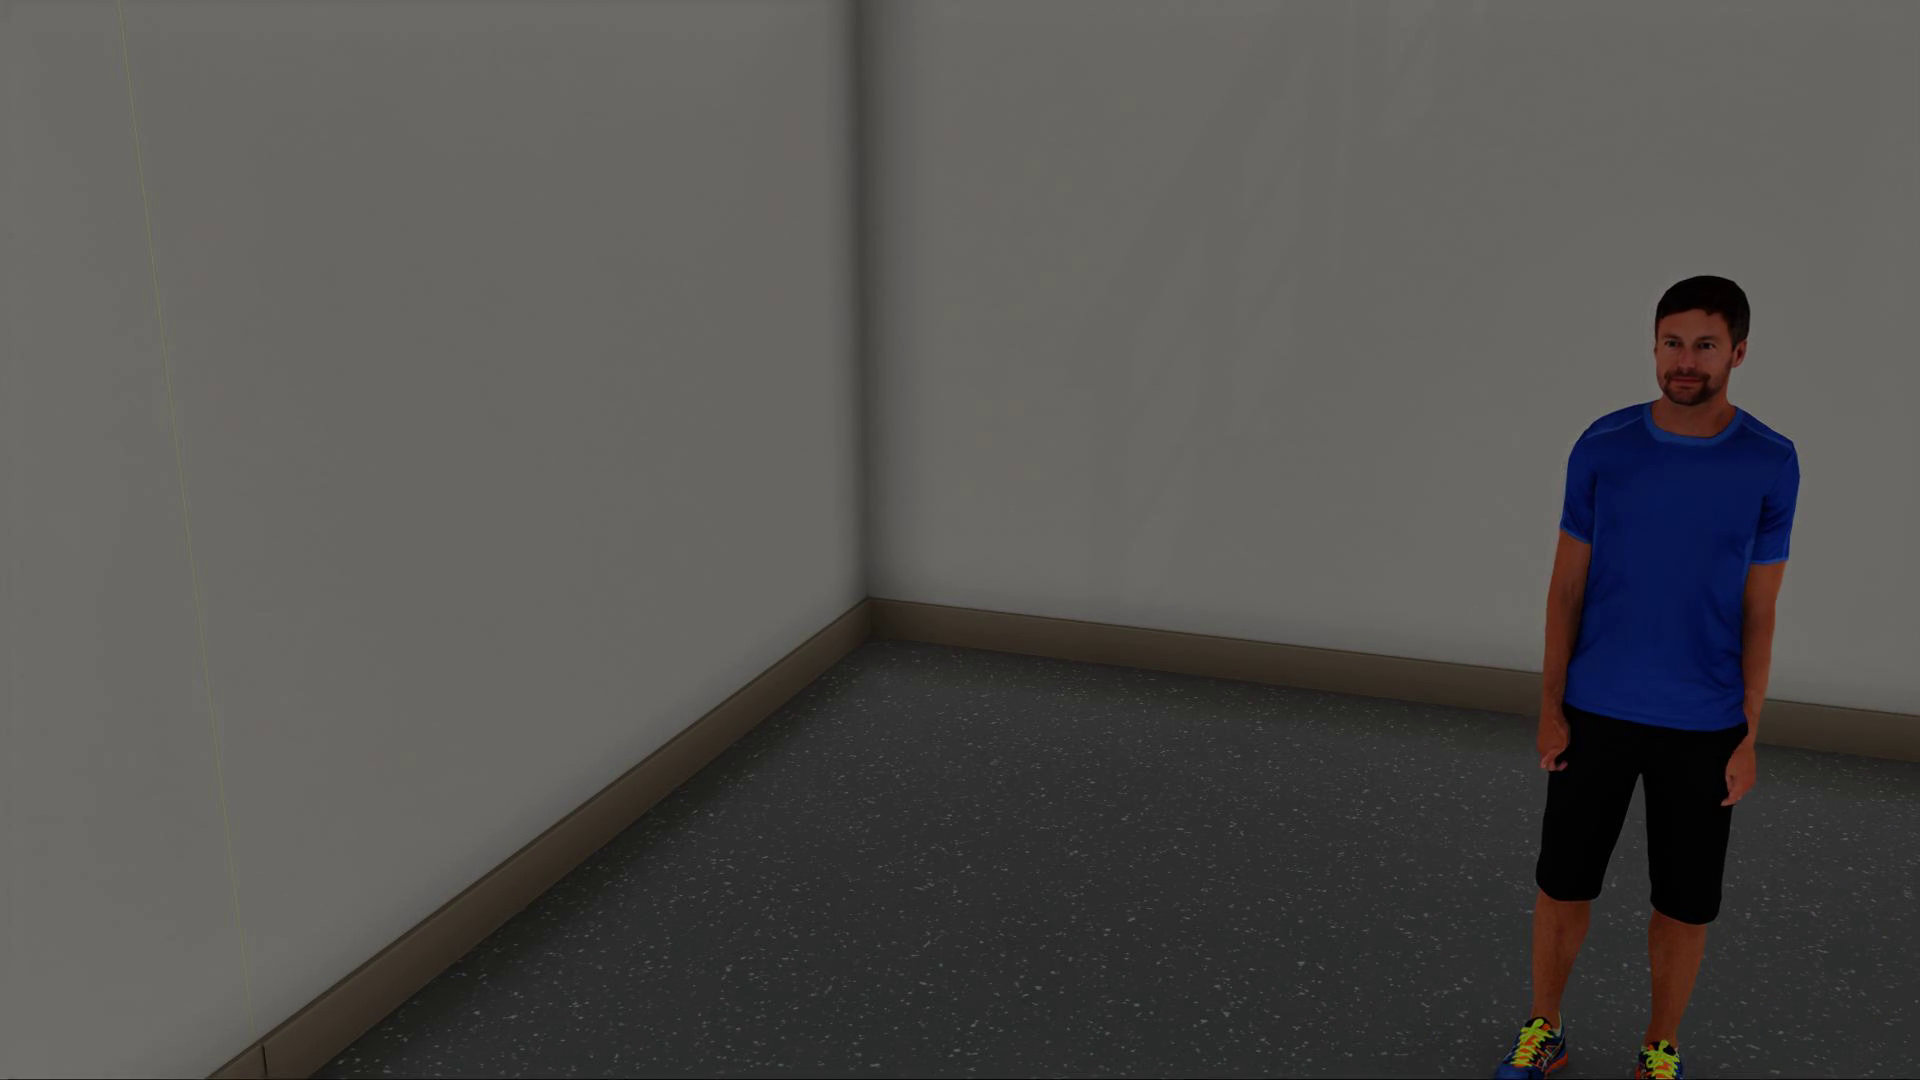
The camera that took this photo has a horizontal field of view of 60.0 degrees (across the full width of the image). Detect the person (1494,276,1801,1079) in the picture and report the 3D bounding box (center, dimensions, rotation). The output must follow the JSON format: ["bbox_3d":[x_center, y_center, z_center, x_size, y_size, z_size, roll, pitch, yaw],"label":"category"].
[{"bbox_3d":[1.496,0.360,3.591,0.634,1.868,0.603,8,18,26],"label":"person"}]
